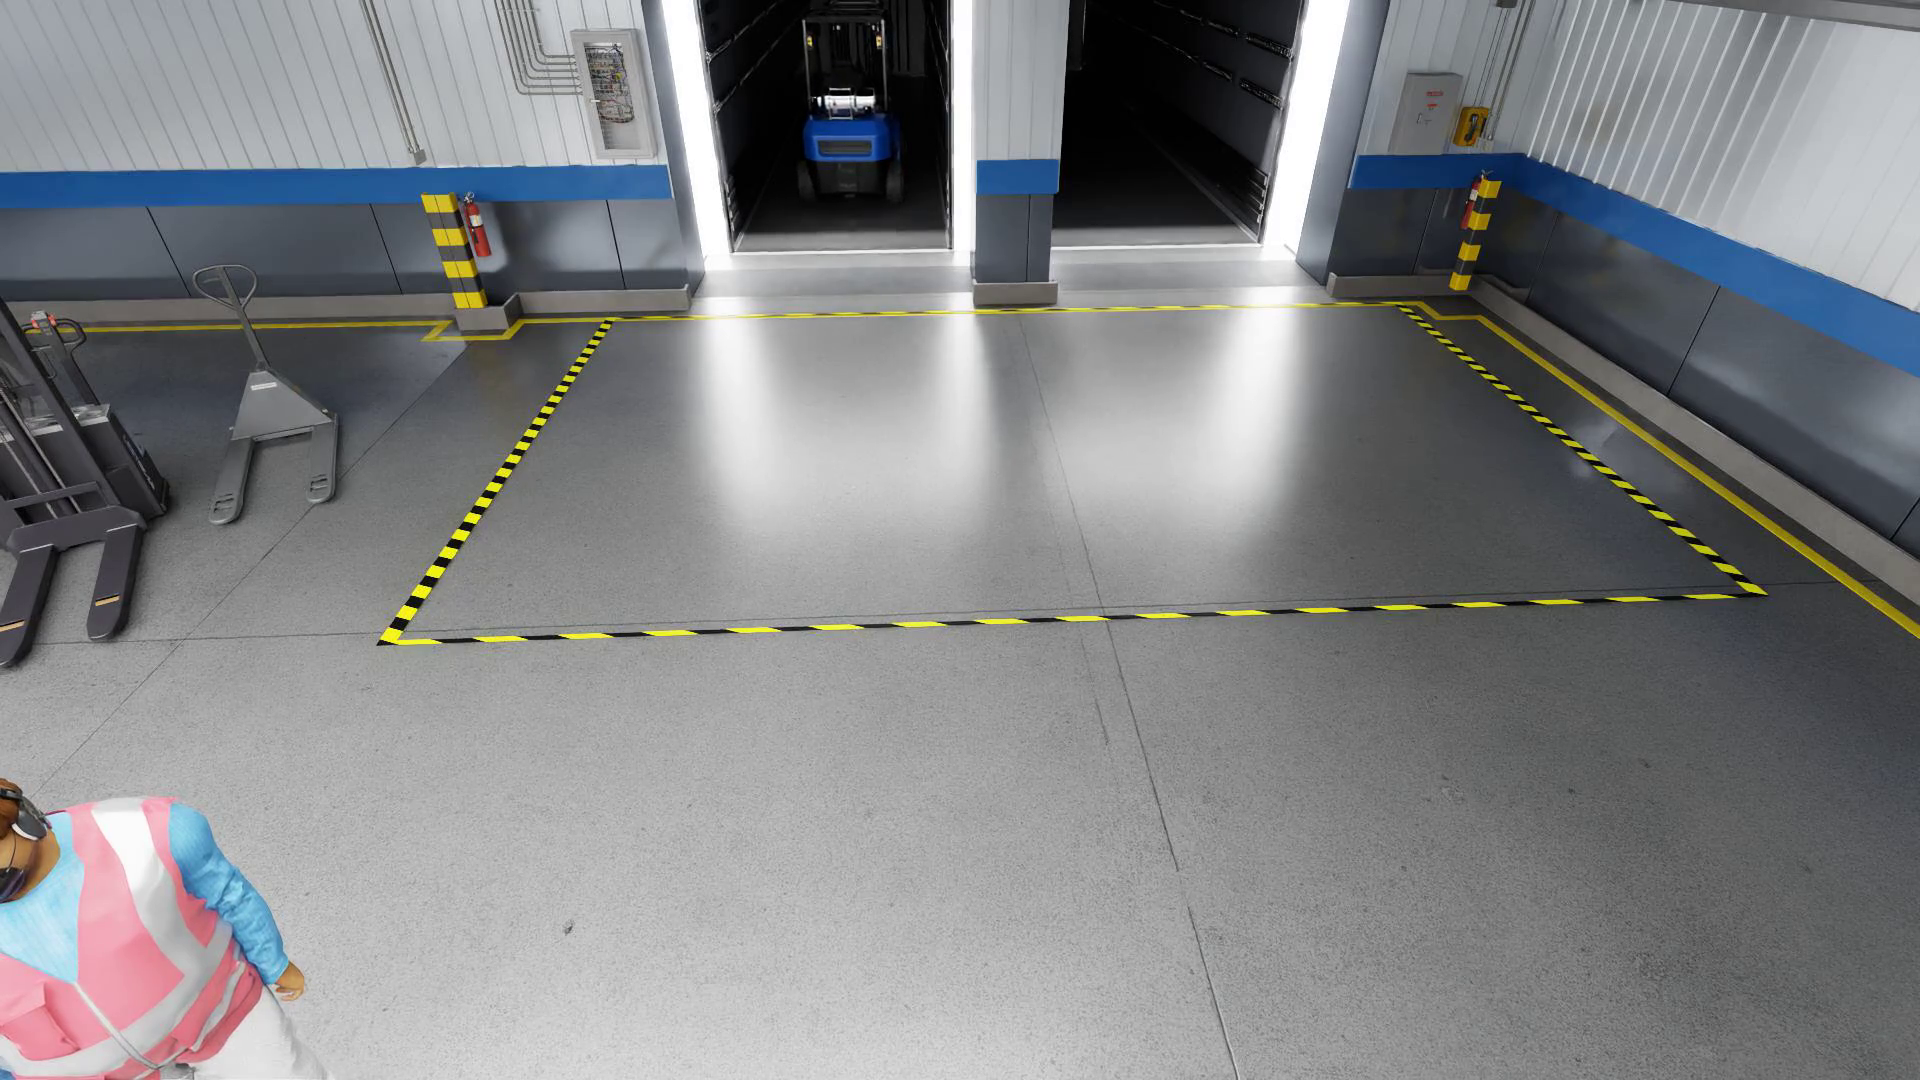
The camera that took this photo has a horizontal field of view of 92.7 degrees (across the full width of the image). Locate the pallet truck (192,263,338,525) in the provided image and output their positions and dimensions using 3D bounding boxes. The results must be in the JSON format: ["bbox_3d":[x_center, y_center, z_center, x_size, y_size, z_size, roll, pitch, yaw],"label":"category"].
[{"bbox_3d":[-4.778,-1.027,6.128,0.680,1.201,1.601,-17,38,-23],"label":"pallet truck"}]

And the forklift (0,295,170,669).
[{"bbox_3d":[-5.212,-0.618,4.878,0.823,1.965,1.885,-20,39,-26],"label":"forklift"}]

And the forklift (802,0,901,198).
[{"bbox_3d":[-1.424,-5.910,12.168,1.157,2.036,2.680,0,35,0],"label":"forklift"}]

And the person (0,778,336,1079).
[{"bbox_3d":[-2.043,1.250,2.329,0.632,1.842,0.429,-29,44,-35],"label":"person"}]
